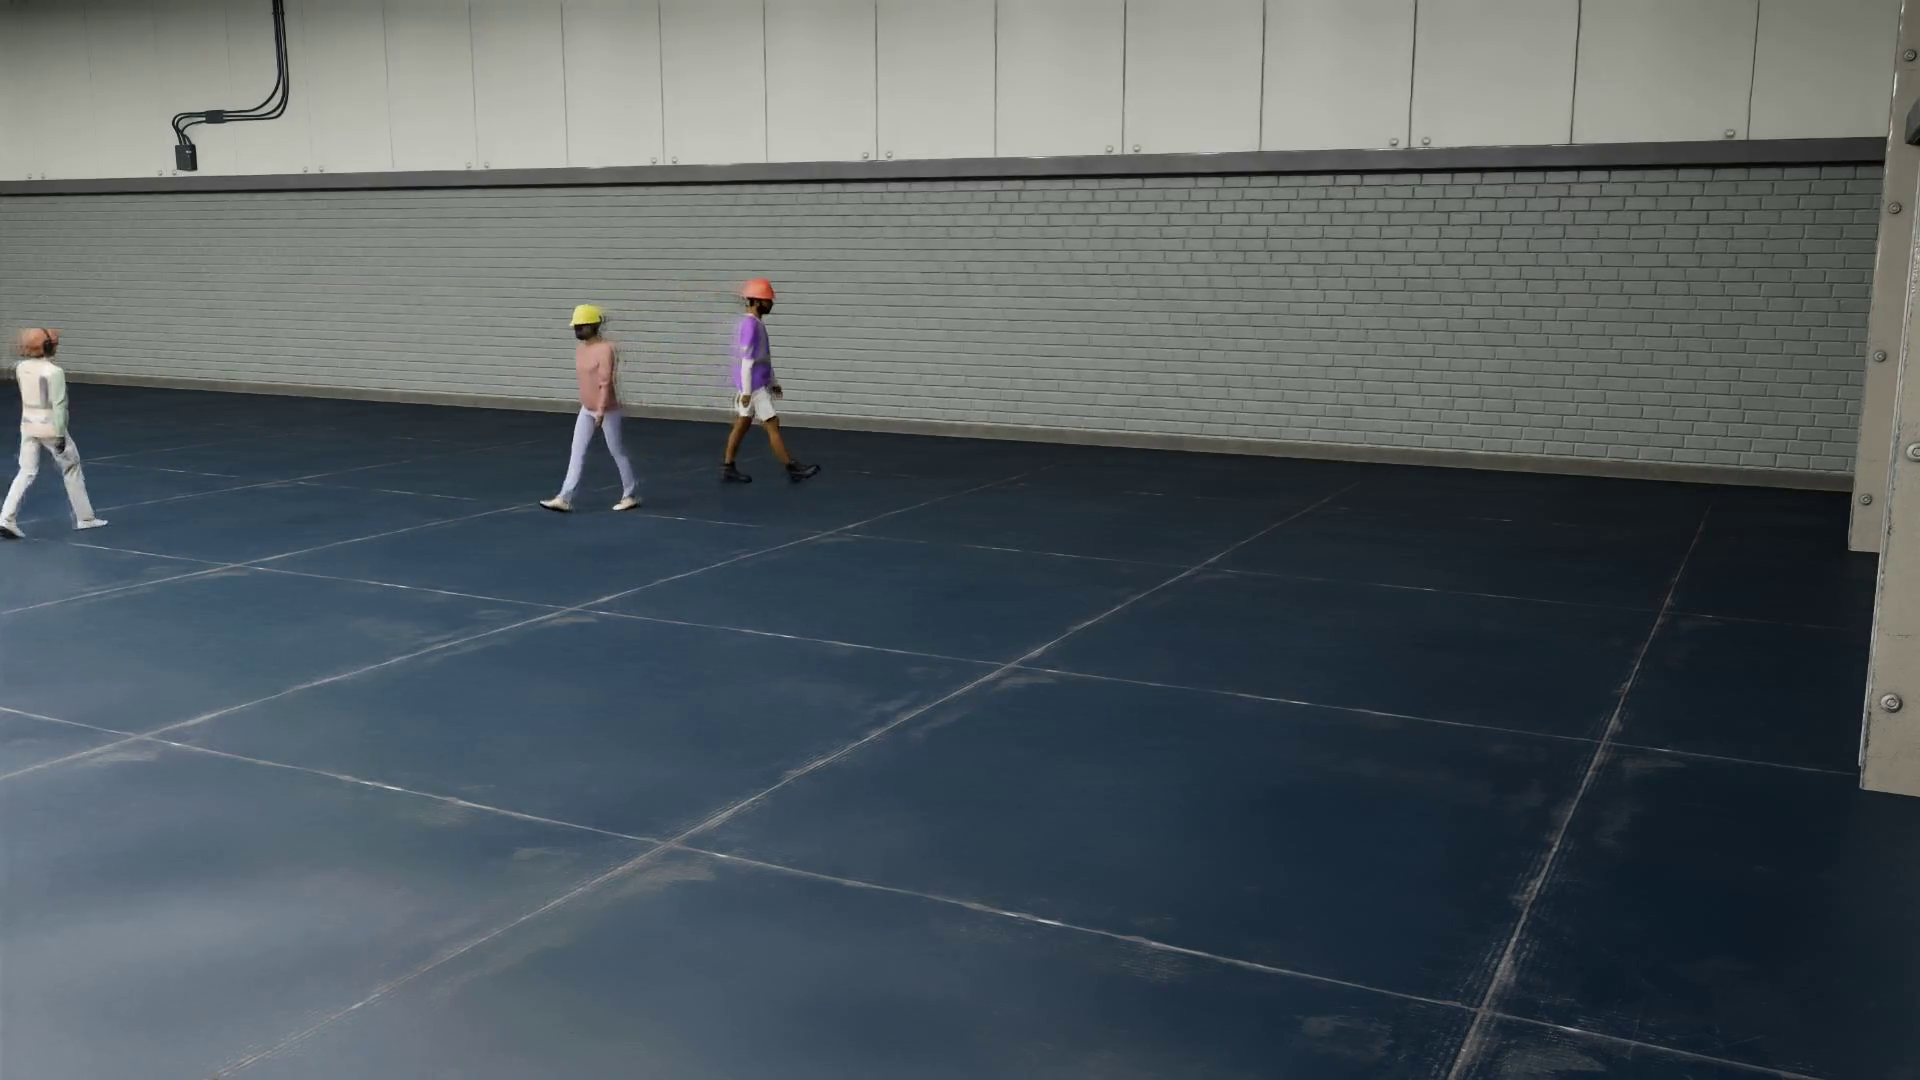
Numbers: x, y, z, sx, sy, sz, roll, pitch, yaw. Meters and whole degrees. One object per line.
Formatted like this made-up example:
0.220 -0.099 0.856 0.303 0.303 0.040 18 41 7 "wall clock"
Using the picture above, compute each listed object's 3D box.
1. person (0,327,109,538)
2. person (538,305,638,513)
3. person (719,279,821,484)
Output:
-7.040 -0.826 12.727 0.514 1.604 0.827 4 11 22 "person"
-3.042 -1.062 13.692 0.538 1.717 0.896 9 14 41 "person"
-1.793 -1.446 15.332 0.977 1.883 0.570 -1 10 -3 "person"
